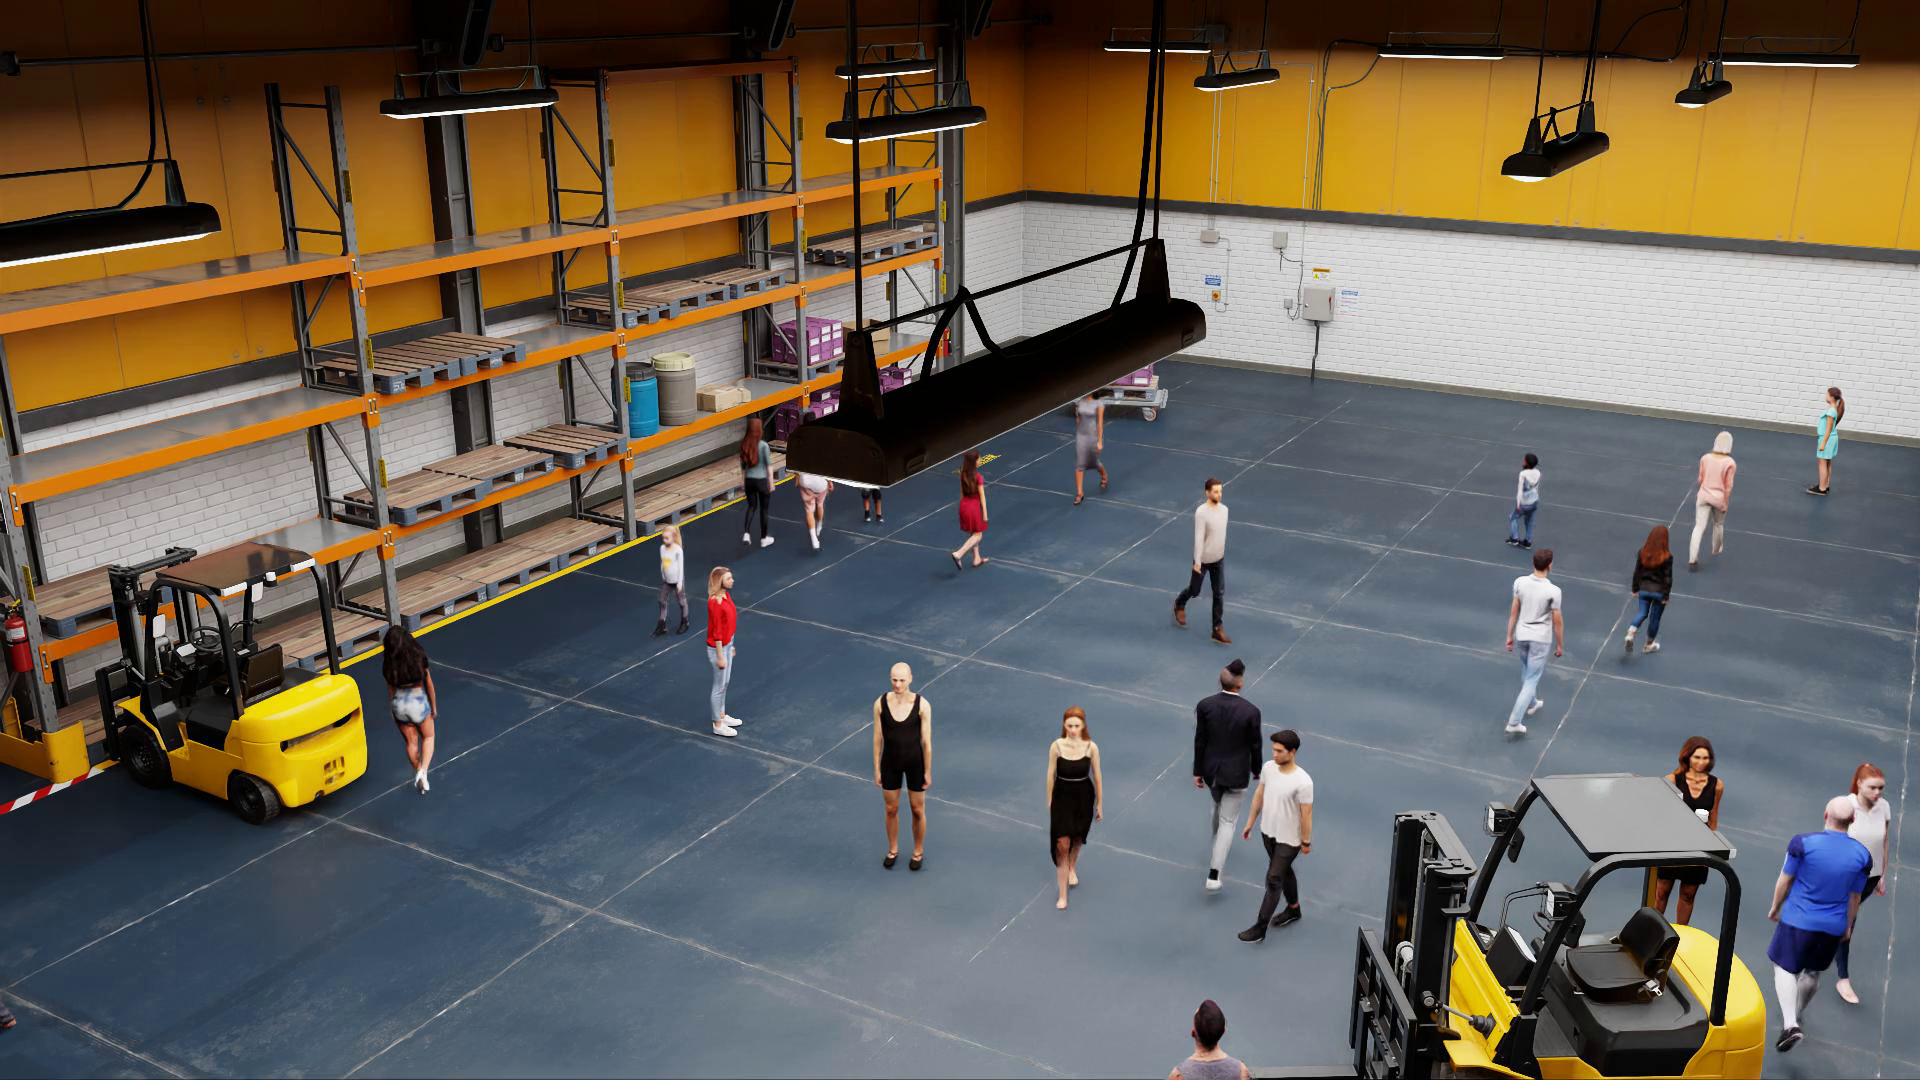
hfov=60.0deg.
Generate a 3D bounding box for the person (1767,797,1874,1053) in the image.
[{"bbox_3d":[5.801,2.634,11.290,0.890,1.818,1.129,3,19,10],"label":"person"}]

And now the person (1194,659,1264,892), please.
[{"bbox_3d":[2.123,1.902,13.330,0.671,1.903,1.198,10,21,27],"label":"person"}]

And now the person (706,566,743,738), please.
[{"bbox_3d":[-2.318,1.058,16.146,0.744,1.704,0.589,2,19,7],"label":"person"}]

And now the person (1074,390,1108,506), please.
[{"bbox_3d":[1.856,-1.395,23.359,0.576,1.750,1.077,10,21,28],"label":"person"}]

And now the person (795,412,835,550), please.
[{"bbox_3d":[-1.896,-0.709,21.352,1.119,1.731,1.242,-2,19,-7],"label":"person"}]

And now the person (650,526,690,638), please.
[{"bbox_3d":[-3.173,0.439,18.681,0.532,1.260,0.760,8,20,23],"label":"person"}]

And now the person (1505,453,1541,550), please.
[{"bbox_3d":[7.347,-0.489,21.458,0.602,1.246,0.662,-5,19,-15],"label":"person"}]

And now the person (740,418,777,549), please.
[{"bbox_3d":[-2.629,-0.700,21.318,0.624,1.736,0.838,8,20,23],"label":"person"}]

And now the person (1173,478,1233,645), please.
[{"bbox_3d":[2.696,0.200,18.476,1.204,1.845,1.089,-11,22,-31],"label":"person"}]

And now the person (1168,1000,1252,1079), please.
[{"bbox_3d":[1.347,3.377,9.029,0.990,1.827,1.102,-3,19,-9],"label":"person"}]

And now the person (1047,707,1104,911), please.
[{"bbox_3d":[0.911,2.061,13.337,0.879,1.596,1.044,-1,19,-2],"label":"person"}]

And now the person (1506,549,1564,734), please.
[{"bbox_3d":[5.519,1.019,16.104,1.255,1.806,0.918,-16,24,-39],"label":"person"}]

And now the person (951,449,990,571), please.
[{"bbox_3d":[0.117,-0.354,20.599,0.962,1.540,0.706,-17,25,-41],"label":"person"}]

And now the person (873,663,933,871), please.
[{"bbox_3d":[-0.453,1.841,13.648,0.699,1.815,0.661,2,19,6],"label":"person"}]

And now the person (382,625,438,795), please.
[{"bbox_3d":[-4.903,1.565,14.811,0.747,1.596,0.817,-2,19,-6],"label":"person"}]

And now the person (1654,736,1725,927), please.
[{"bbox_3d":[5.340,2.295,12.269,0.643,1.835,0.623,4,19,11],"label":"person"}]

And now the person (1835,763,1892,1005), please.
[{"bbox_3d":[6.481,2.408,12.137,0.949,1.705,1.197,0,19,0],"label":"person"}]

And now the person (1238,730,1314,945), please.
[{"bbox_3d":[2.530,2.213,12.733,1.056,1.694,0.913,-9,21,-26],"label":"person"}]

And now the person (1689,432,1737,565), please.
[{"bbox_3d":[9.341,-0.470,20.739,0.753,1.669,1.221,15,24,38],"label":"person"}]

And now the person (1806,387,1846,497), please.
[{"bbox_3d":[12.383,-1.419,23.731,0.648,1.558,0.518,16,24,39],"label":"person"}]

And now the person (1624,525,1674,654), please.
[{"bbox_3d":[7.463,0.560,17.993,0.870,1.470,0.703,-16,25,-40],"label":"person"}]
